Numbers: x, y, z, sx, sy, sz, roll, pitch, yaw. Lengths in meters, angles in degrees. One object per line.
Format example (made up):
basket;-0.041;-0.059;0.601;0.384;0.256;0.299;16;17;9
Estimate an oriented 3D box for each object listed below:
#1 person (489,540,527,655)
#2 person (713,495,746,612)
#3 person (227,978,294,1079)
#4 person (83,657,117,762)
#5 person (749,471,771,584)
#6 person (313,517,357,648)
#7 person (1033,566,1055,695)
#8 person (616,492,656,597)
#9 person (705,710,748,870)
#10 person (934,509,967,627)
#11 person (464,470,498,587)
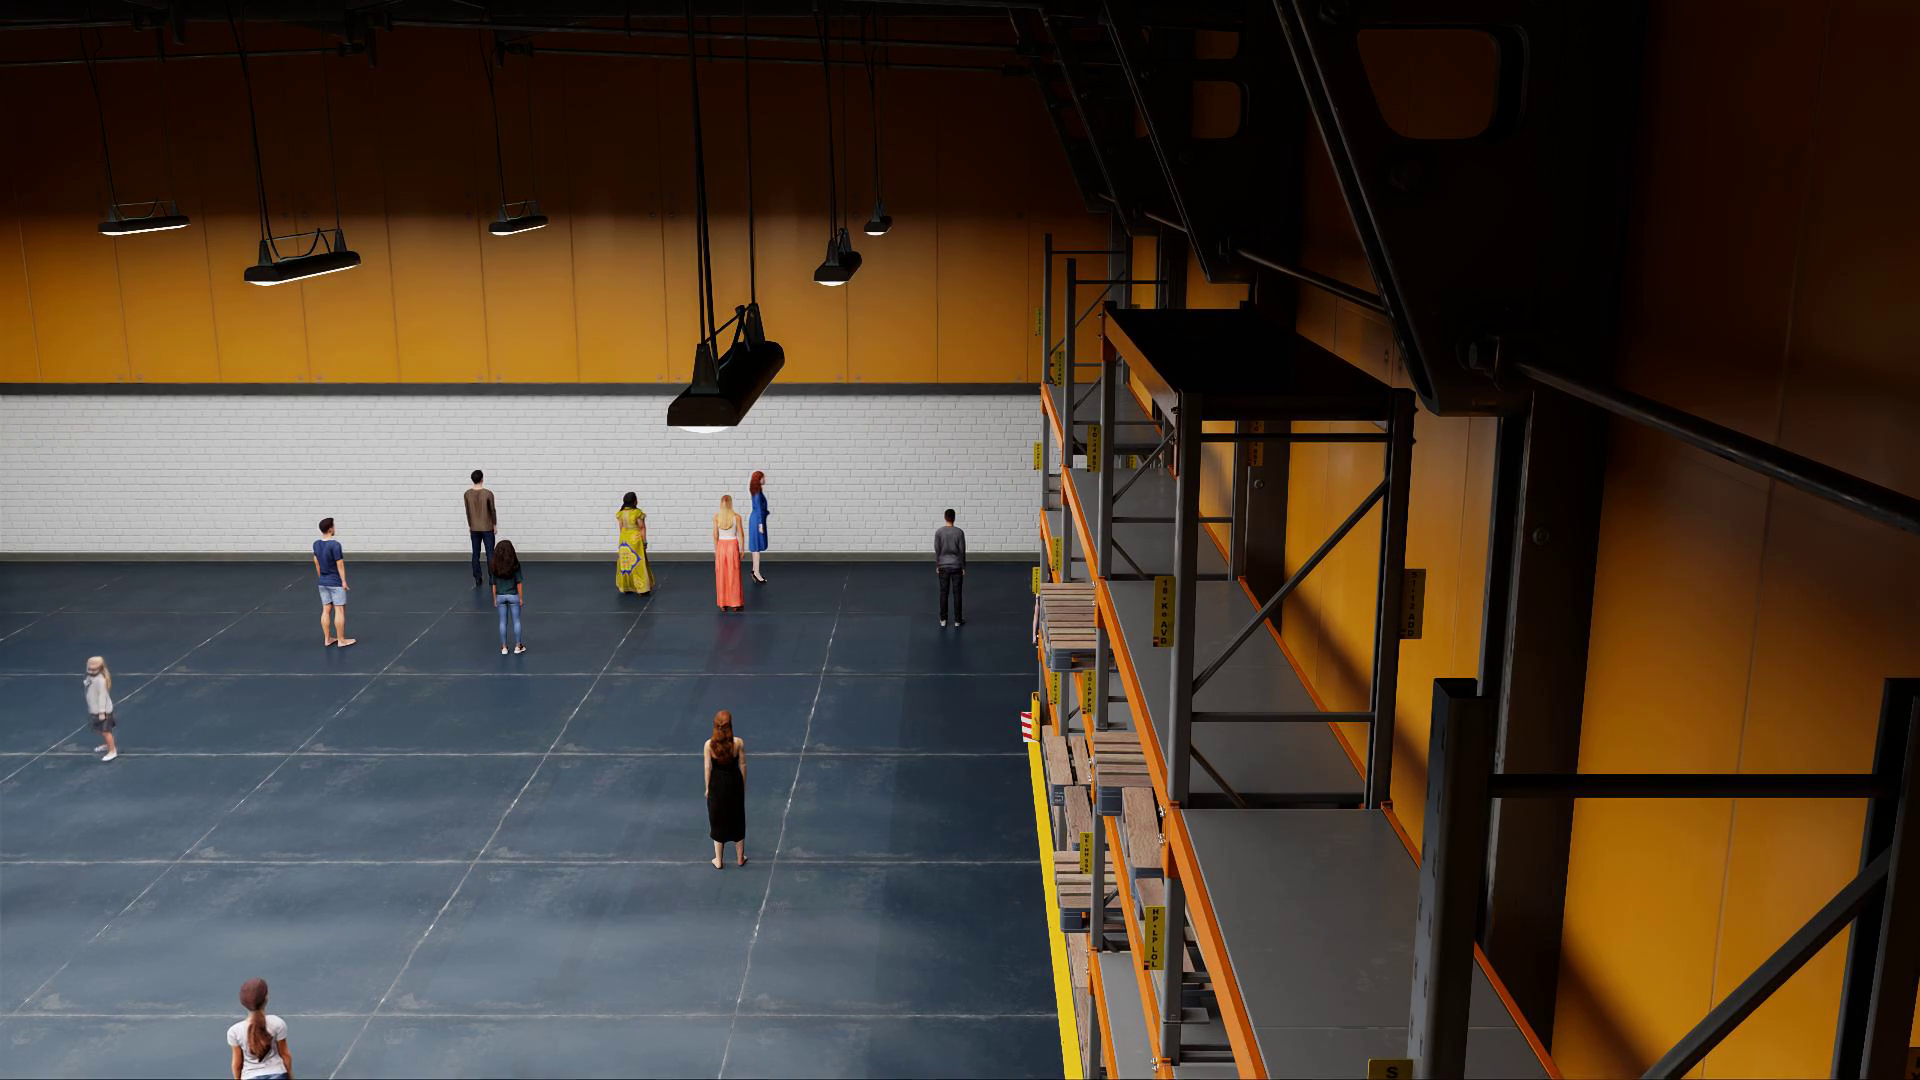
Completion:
person;-6.335;0.791;23.286;0.598;1.615;0.586;-1;14;-2
person;-3.537;0.190;25.371;0.651;1.803;0.601;2;14;6
person;-4.733;3.712;11.333;0.602;1.563;0.608;-4;14;-17
person;-9.963;1.940;19.311;0.738;1.252;0.701;-10;17;-36
person;-3.279;-0.224;27.027;0.715;1.827;0.571;-3;14;-11
person;-8.924;0.594;23.606;0.689;1.847;0.665;5;14;20
person;1.169;1.174;21.434;0.674;1.742;0.695;9;16;32
person;-5.164;0.047;26.262;0.970;1.660;0.944;5;15;21
person;-2.311;2.451;16.409;0.622;1.625;0.643;-3;14;-14
person;-0.137;0.398;24.599;0.642;1.761;0.578;2;14;8
person;-7.715;-0.207;26.824;0.645;1.889;0.564;0;14;2
